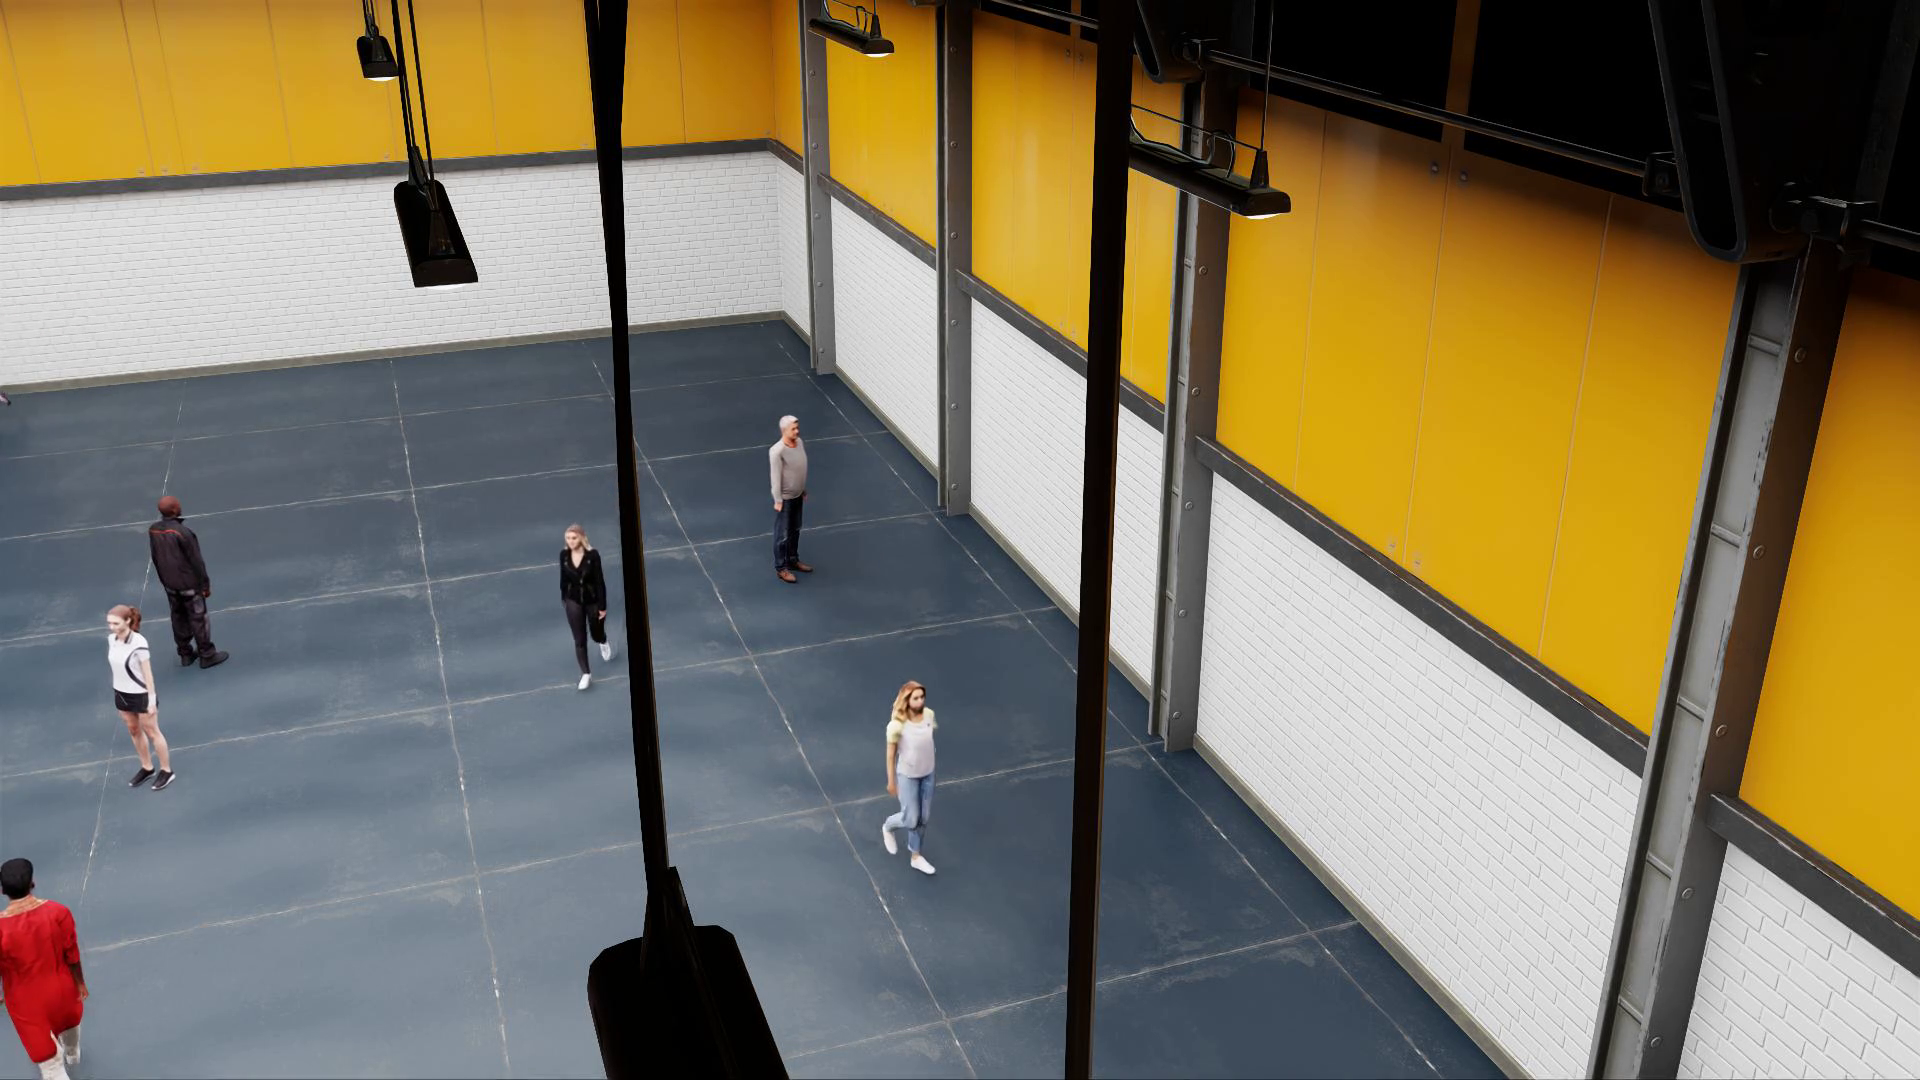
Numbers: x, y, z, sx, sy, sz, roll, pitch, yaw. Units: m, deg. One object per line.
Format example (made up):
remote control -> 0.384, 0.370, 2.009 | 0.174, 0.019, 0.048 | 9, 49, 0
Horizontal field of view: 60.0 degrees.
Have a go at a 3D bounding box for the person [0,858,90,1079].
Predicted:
person -> -5.913, 2.964, 10.754 | 0.935, 1.840, 1.239 | -18, 29, -35

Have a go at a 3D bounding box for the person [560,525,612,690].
person -> -3.662, 0.609, 16.358 | 0.826, 1.667, 1.011 | 1, 24, 3

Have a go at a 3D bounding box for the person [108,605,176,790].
person -> -7.201, 1.350, 14.557 | 0.688, 1.751, 0.739 | 8, 25, 18

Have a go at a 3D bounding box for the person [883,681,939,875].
person -> -0.423, 1.877, 13.398 | 0.793, 1.713, 0.899 | -21, 31, -39

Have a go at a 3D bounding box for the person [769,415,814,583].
person -> -1.920, -0.499, 18.589 | 0.868, 1.910, 0.828 | 13, 27, 27

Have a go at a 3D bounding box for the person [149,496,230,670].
person -> -7.774, 0.409, 16.618 | 0.796, 1.825, 0.810 | 6, 24, 14
